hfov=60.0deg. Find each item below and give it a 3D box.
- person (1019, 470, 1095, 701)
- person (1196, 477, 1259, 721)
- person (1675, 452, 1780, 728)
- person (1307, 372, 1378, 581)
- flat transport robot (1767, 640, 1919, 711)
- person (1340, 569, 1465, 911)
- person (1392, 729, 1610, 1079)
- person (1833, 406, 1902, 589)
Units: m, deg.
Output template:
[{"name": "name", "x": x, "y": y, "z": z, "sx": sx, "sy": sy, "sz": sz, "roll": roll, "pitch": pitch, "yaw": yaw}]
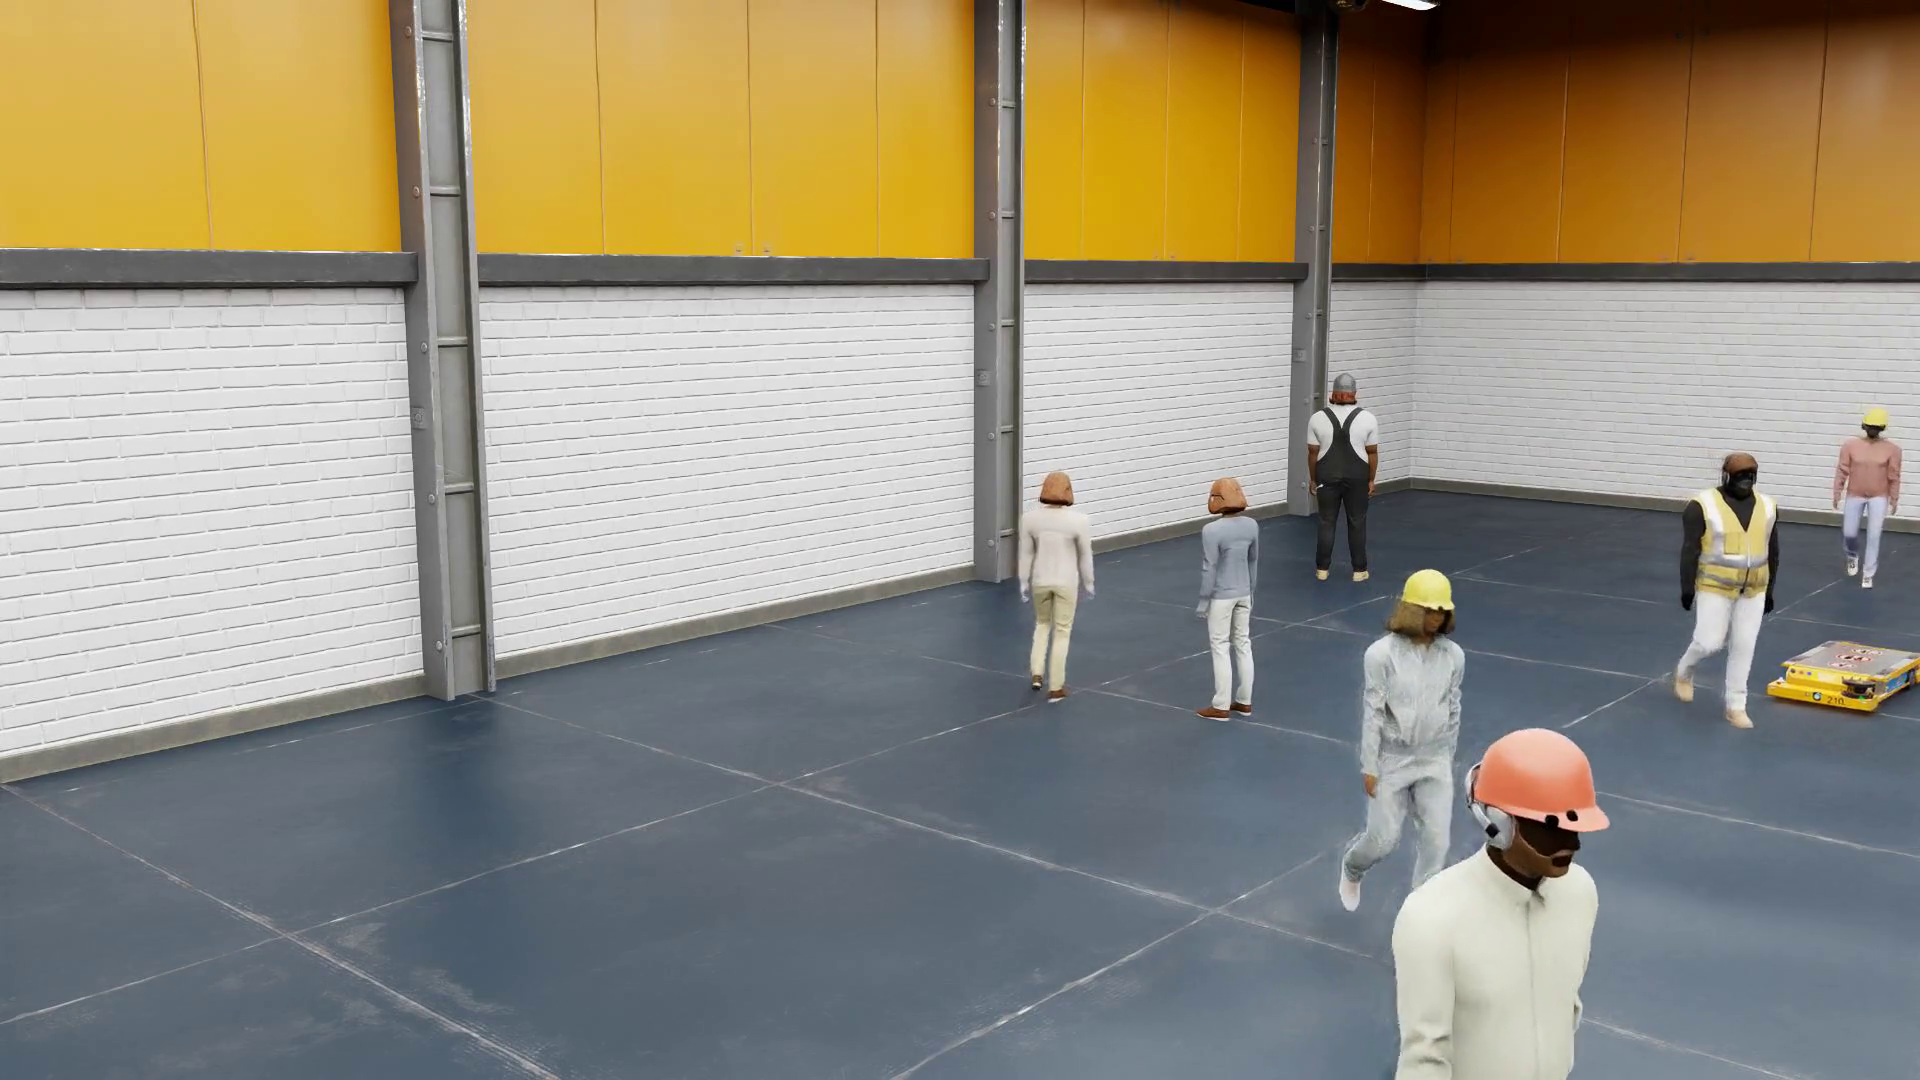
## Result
[{"name": "person", "x": 0.679, "y": 0.322, "z": 11.654, "sx": 0.509, "sy": 1.621, "sz": 0.379, "roll": 4, "pitch": 10, "yaw": 22}, {"name": "person", "x": 1.792, "y": 0.394, "z": 11.159, "sx": 0.507, "sy": 1.630, "sz": 0.268, "roll": -7, "pitch": 11, "yaw": -36}, {"name": "person", "x": 5.114, "y": 0.310, "z": 11.100, "sx": 0.631, "sy": 1.829, "sz": 0.581, "roll": 0, "pitch": 9, "yaw": -2}, {"name": "person", "x": 3.742, "y": -0.622, "z": 16.261, "sx": 0.676, "sy": 2.000, "sz": 0.536, "roll": 3, "pitch": 10, "yaw": 19}, {"name": "flat transport robot", "x": 6.386, "y": 0.952, "z": 11.918, "sx": 0.652, "sy": 0.197, "sz": 1.431, "roll": 9, "pitch": 13, "yaw": 44}, {"name": "person", "x": 1.962, "y": 0.955, "z": 7.336, "sx": 0.486, "sy": 1.720, "sz": 0.652, "roll": -2, "pitch": 9, "yaw": -12}, {"name": "person", "x": 1.254, "y": 1.395, "z": 3.826, "sx": 0.615, "sy": 1.969, "sz": 0.689, "roll": -4, "pitch": 10, "yaw": -22}, {"name": "person", "x": 8.688, "y": -0.423, "z": 15.931, "sx": 0.566, "sy": 1.741, "sz": 0.552, "roll": 7, "pitch": 11, "yaw": 36}]
